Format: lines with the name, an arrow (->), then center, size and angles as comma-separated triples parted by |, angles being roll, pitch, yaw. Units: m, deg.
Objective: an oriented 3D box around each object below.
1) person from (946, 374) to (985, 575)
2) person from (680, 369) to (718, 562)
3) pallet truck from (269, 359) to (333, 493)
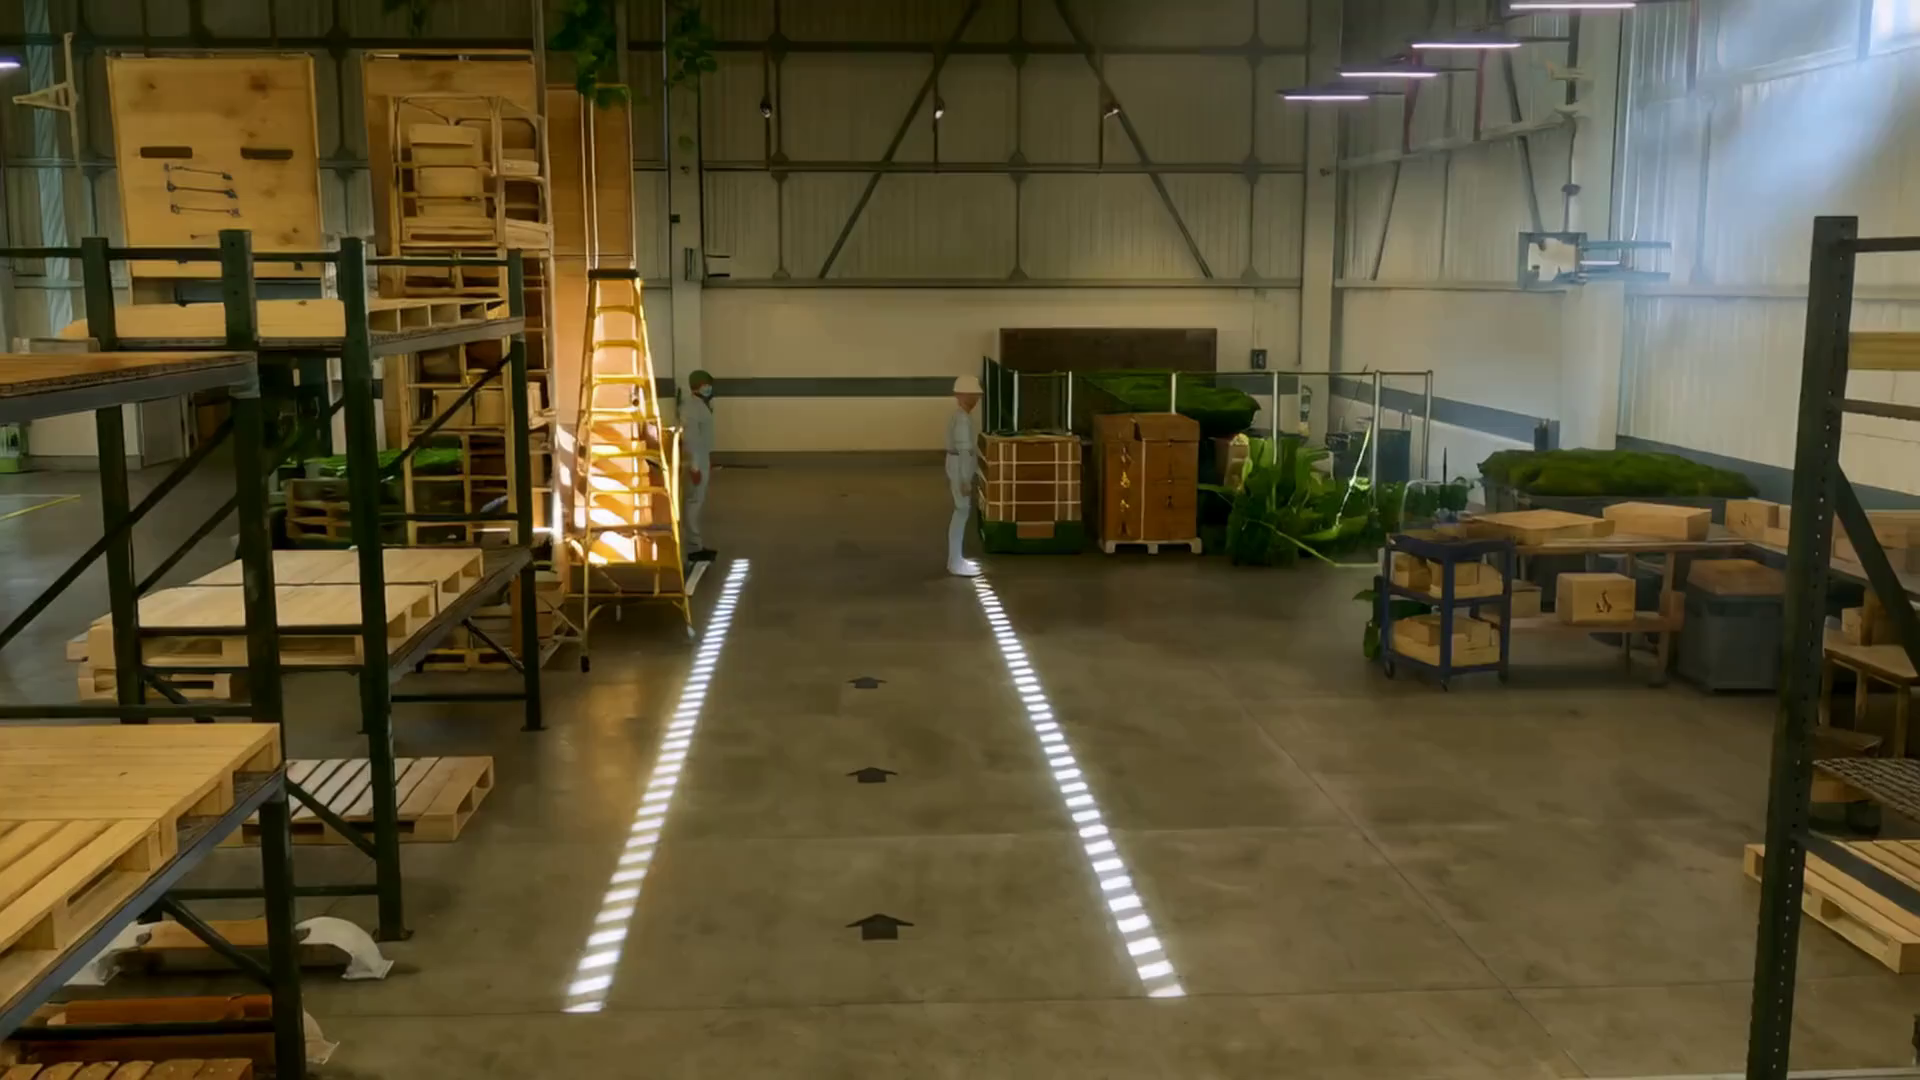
person -> 0.056, -0.636, 16.076 | 0.373, 1.934, 0.551 | -1, 9, -4
person -> -2.648, -0.756, 16.826 | 0.356, 1.936, 0.635 | -1, 9, -4
pallet truck -> -7.062, -1.131, 18.996 | 1.885, 1.965, 0.823 | 2, 9, 13
